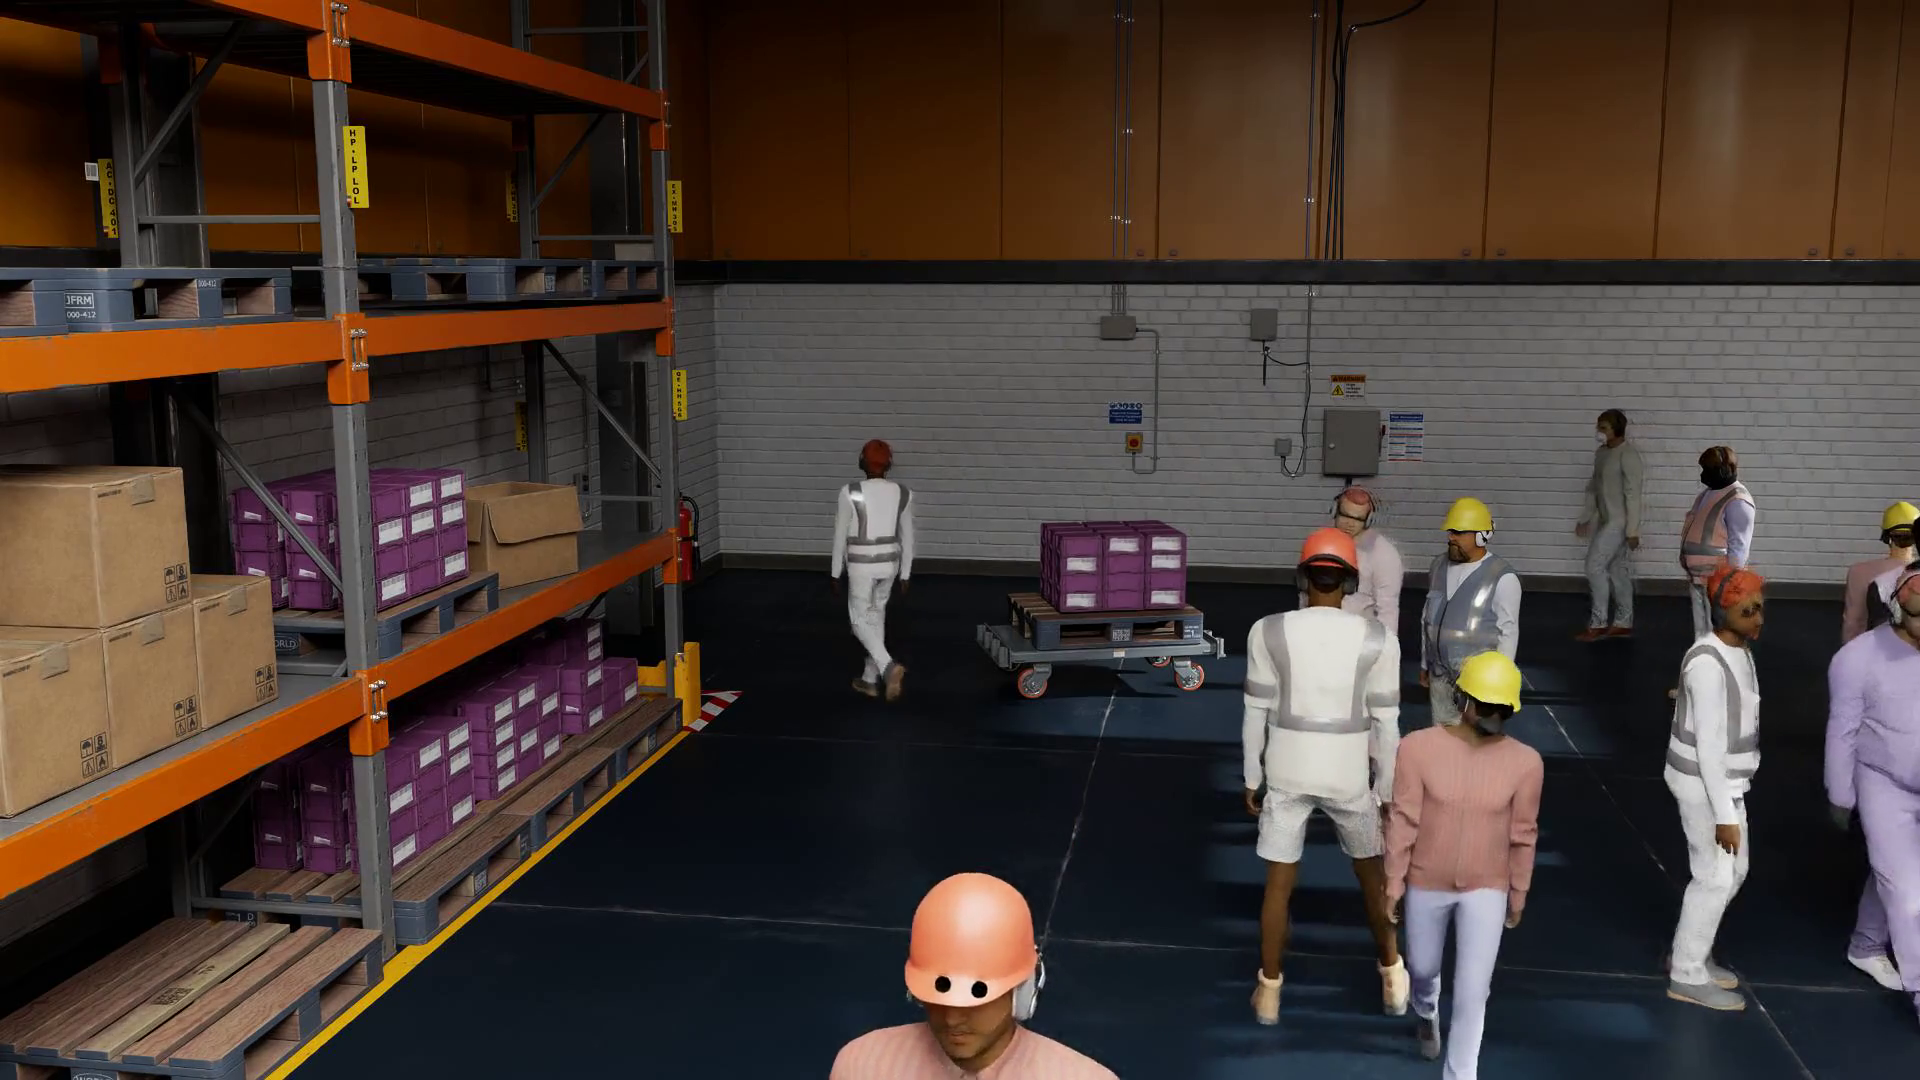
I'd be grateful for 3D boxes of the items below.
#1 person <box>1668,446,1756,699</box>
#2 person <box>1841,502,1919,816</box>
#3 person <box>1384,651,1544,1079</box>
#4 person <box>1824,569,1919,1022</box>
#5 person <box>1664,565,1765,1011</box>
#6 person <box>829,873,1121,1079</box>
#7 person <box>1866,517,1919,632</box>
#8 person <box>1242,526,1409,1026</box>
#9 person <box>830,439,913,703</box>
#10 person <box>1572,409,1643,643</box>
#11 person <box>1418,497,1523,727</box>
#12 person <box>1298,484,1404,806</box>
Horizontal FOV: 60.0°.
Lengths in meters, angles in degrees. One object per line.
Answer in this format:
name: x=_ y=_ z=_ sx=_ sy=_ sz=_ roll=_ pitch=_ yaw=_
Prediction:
person: x=5.196 y=0.265 z=11.488 sx=0.429 sy=1.840 sz=0.621 roll=0 pitch=9 yaw=3
person: x=5.184 y=0.667 z=9.249 sx=0.527 sy=1.761 sz=0.347 roll=4 pitch=10 yaw=21
person: x=1.799 y=1.206 z=6.002 sx=0.532 sy=1.728 sz=0.826 roll=2 pitch=9 yaw=14
person: x=3.880 y=1.038 z=6.689 sx=0.659 sy=1.839 sz=0.998 roll=-1 pitch=9 yaw=-5
person: x=3.086 y=1.018 z=6.815 sx=0.367 sy=1.864 sz=0.641 roll=7 pitch=12 yaw=37
person: x=0.033 y=1.564 z=3.150 sx=0.641 sy=1.938 sz=1.051 roll=2 pitch=9 yaw=10
person: x=4.835 y=0.762 z=8.324 sx=0.616 sy=1.866 sz=0.619 roll=3 pitch=10 yaw=16
person: x=1.485 y=0.950 z=6.765 sx=0.691 sy=2.010 sz=0.527 roll=2 pitch=9 yaw=10
person: x=-0.575 y=0.225 z=11.661 sx=0.589 sy=1.863 sz=0.740 roll=-5 pitch=11 yaw=-29
person: x=5.260 y=-0.116 z=13.616 sx=0.722 sy=1.915 sz=0.651 roll=1 pitch=9 yaw=4
person: x=2.702 y=0.678 z=8.956 sx=0.404 sy=1.832 sz=0.599 roll=-6 pitch=11 yaw=-32
person: x=2.164 y=0.605 z=9.313 sx=0.723 sy=1.875 sz=0.698 roll=-6 pitch=11 yaw=-35
